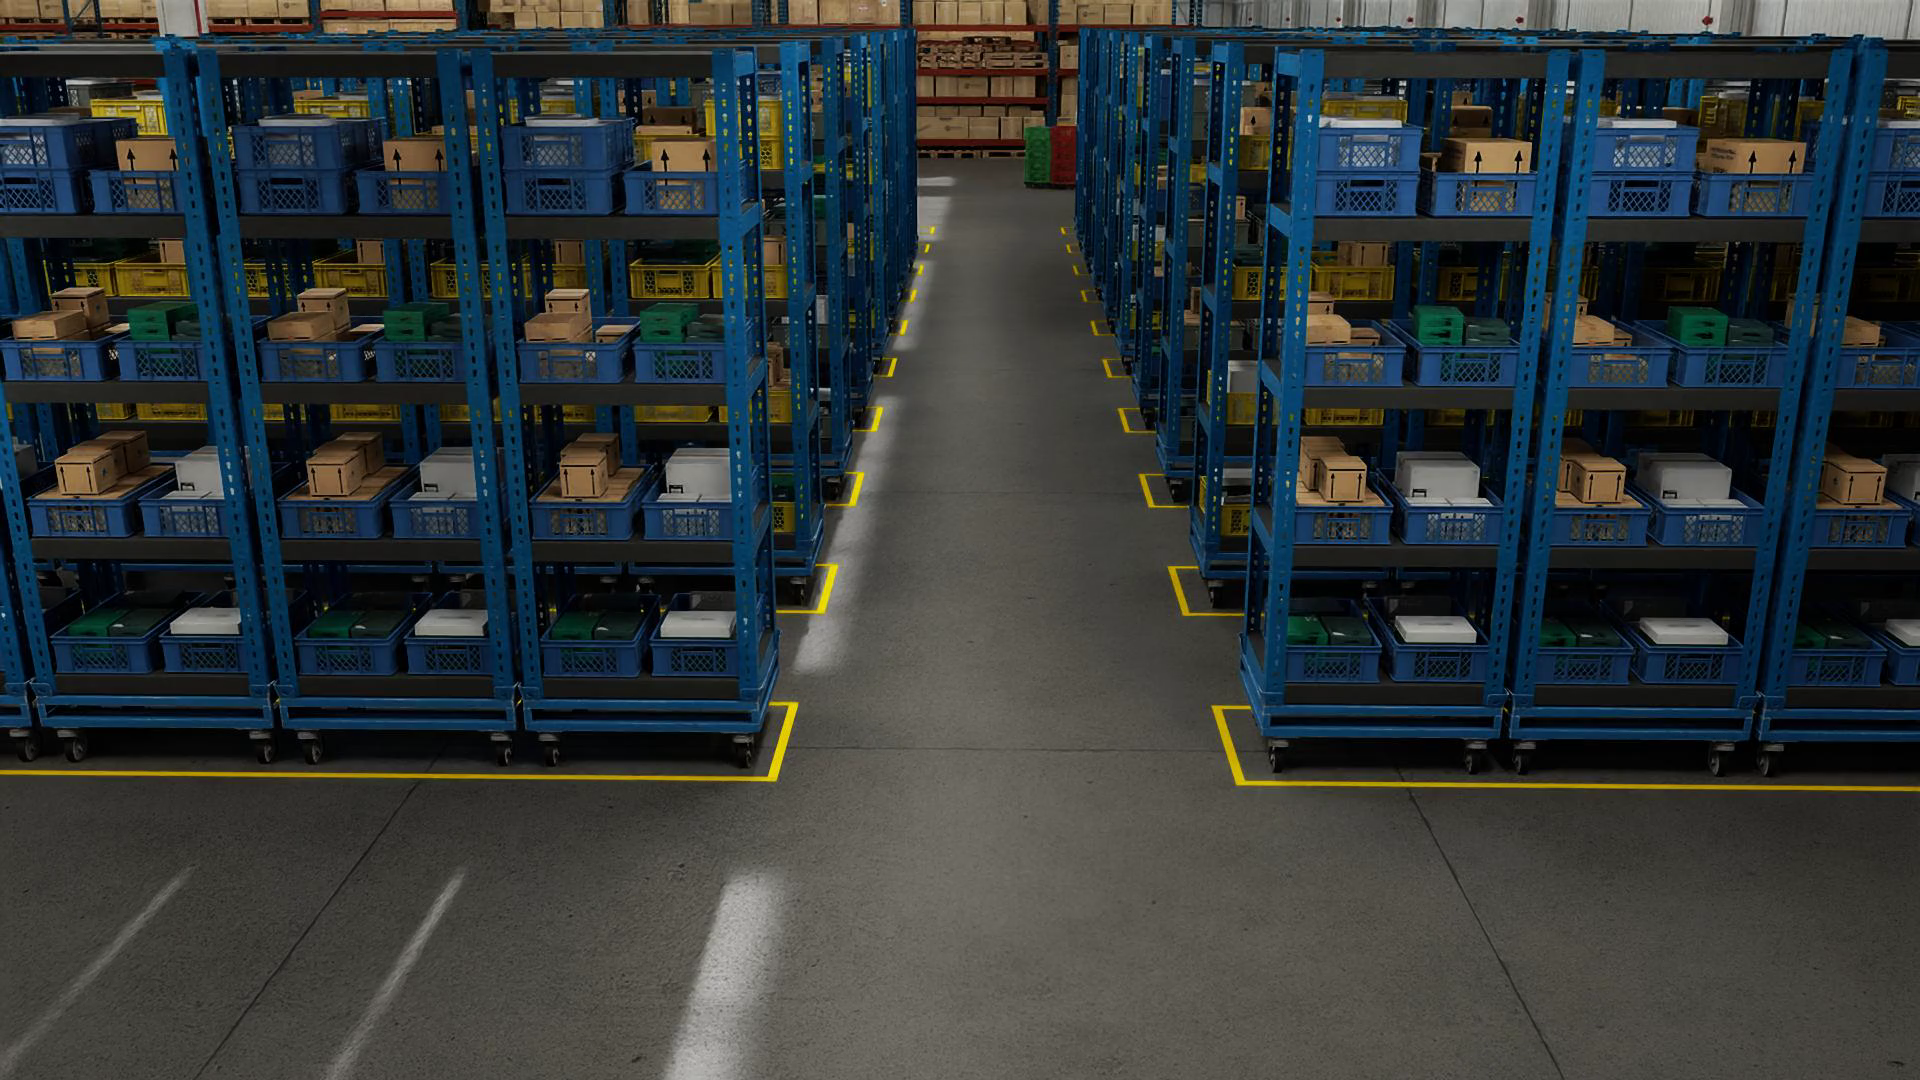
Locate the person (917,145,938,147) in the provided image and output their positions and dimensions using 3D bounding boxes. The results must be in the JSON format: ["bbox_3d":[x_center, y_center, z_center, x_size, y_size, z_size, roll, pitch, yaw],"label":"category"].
[{"bbox_3d":[-1.002,-12.671,49.820,0.972,1.802,0.617,3,18,11],"label":"person"}]

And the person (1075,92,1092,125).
[{"bbox_3d":[3.170,-10.594,42.951,0.400,1.938,0.602,-13,22,-35],"label":"person"}]
